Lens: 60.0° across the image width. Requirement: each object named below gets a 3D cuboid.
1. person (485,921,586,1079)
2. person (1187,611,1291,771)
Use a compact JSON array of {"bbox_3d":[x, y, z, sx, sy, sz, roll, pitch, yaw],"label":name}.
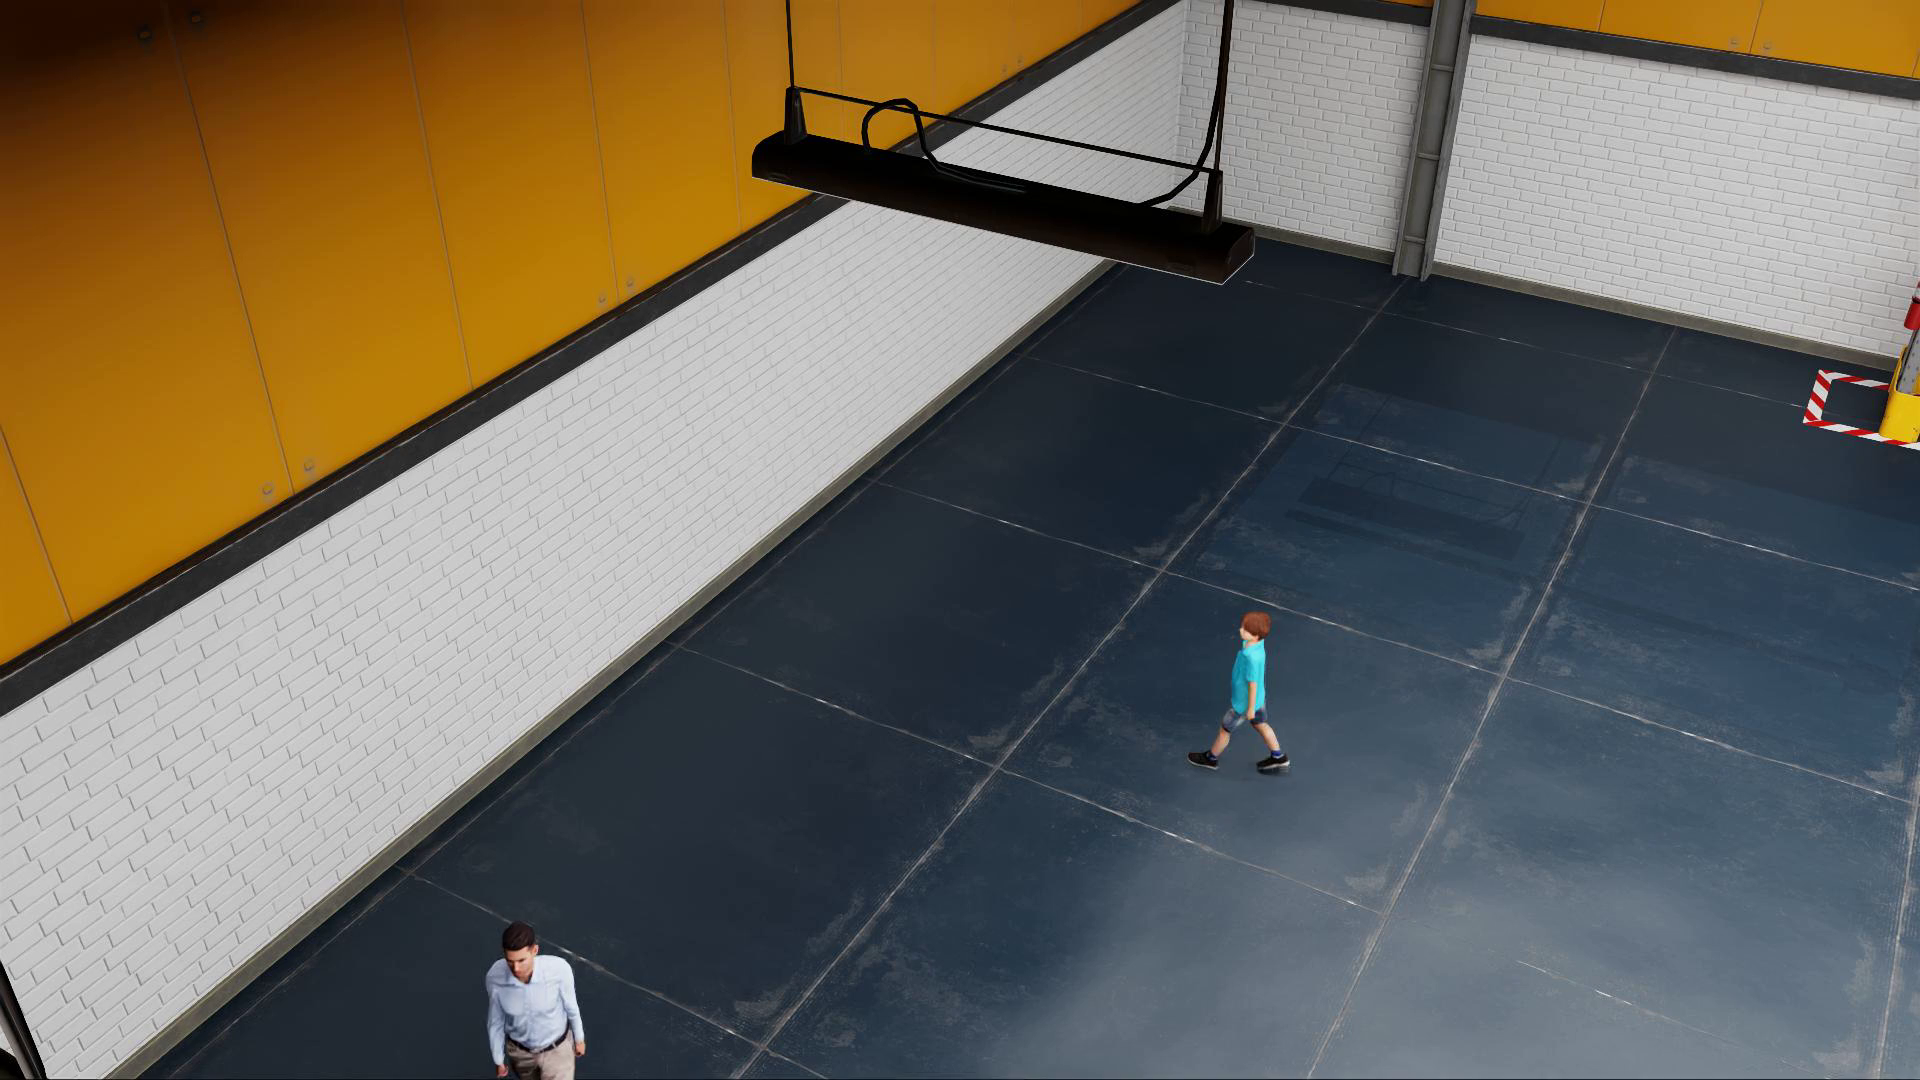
[{"bbox_3d":[-2.324,2.746,9.237,1.224,1.827,1.172,-3,34,-4],"label":"person"},{"bbox_3d":[2.157,1.129,12.038,1.028,1.418,0.708,8,34,11],"label":"person"}]
